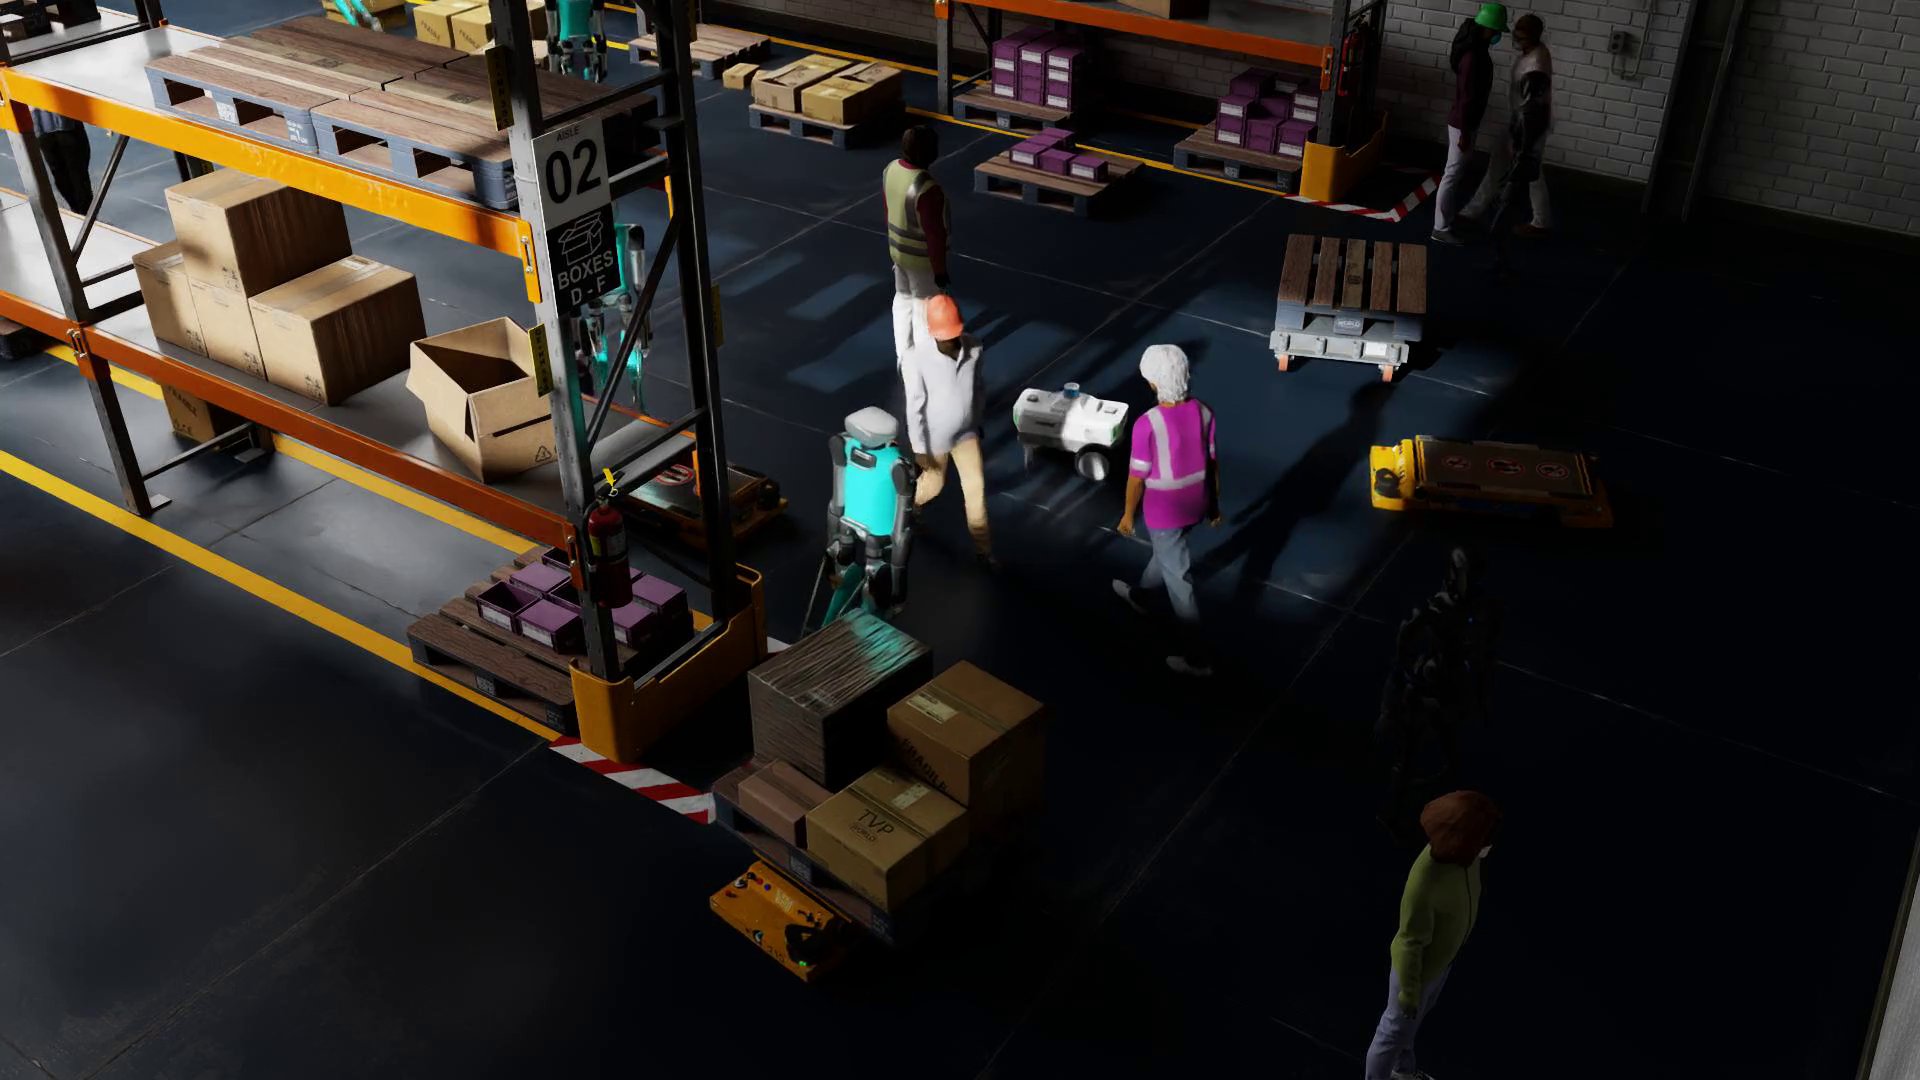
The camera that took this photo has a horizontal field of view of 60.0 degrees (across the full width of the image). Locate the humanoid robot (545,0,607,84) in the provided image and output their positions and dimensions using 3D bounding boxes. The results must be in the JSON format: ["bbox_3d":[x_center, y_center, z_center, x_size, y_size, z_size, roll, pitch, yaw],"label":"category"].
[{"bbox_3d":[-3.370,-4.103,14.862,0.579,1.790,0.859,-8,34,-12],"label":"humanoid robot"}]

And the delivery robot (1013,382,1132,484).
[{"bbox_3d":[0.744,-0.715,10.727,0.784,0.612,0.509,10,34,15],"label":"delivery robot"}]

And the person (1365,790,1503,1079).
[{"bbox_3d":[1.756,1.568,6.210,0.286,1.632,0.498,23,39,31],"label":"person"}]

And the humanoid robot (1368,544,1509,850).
[{"bbox_3d":[2.127,0.709,7.486,0.589,1.645,0.348,-11,35,-16],"label":"humanoid robot"}]

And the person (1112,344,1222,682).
[{"bbox_3d":[1.113,-0.175,8.750,0.535,1.789,0.949,-21,38,-28],"label":"person"}]

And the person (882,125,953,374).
[{"bbox_3d":[-0.268,-1.944,11.419,0.431,1.845,0.620,-19,37,-26],"label":"person"}]

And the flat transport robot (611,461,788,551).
[{"bbox_3d":[-1.837,-0.332,10.383,1.431,0.231,0.659,20,38,28],"label":"flat transport robot"}]

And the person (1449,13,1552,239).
[{"bbox_3d":[4.527,-3.335,13.517,0.973,1.875,0.646,4,33,6],"label":"person"}]

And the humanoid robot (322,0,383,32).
[{"bbox_3d":[-6.381,-5.809,17.530,0.838,1.854,0.551,16,36,23],"label":"humanoid robot"}]

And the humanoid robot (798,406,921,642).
[{"bbox_3d":[-0.579,0.259,8.127,0.530,1.779,0.755,26,41,34],"label":"humanoid robot"}]

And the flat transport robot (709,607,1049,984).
[{"bbox_3d":[-0.400,1.428,7.678,0.659,0.231,1.431,27,42,35],"label":"flat transport robot"}]

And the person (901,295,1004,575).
[{"bbox_3d":[-0.093,-0.657,9.559,0.565,1.717,0.796,-22,39,-30],"label":"person"}]

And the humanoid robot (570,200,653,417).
[{"bbox_3d":[-2.117,-1.158,10.342,0.536,1.822,0.782,-11,35,-17],"label":"humanoid robot"}]

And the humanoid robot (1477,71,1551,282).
[{"bbox_3d":[4.324,-2.826,12.924,0.330,1.646,0.589,9,34,14],"label":"humanoid robot"}]

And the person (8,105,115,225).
[{"bbox_3d":[-7.493,-3.452,13.858,0.799,1.720,0.716,-8,34,-12],"label":"person"}]

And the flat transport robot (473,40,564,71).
[{"bbox_3d":[-4.066,-3.710,15.575,1.431,0.231,0.659,7,34,10],"label":"flat transport robot"}]

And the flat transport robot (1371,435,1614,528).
[{"bbox_3d":[3.323,-0.372,10.444,1.431,0.231,0.659,6,34,9],"label":"flat transport robot"}]

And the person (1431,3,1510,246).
[{"bbox_3d":[4.125,-3.394,13.555,0.432,1.944,0.488,13,35,20],"label":"person"}]
